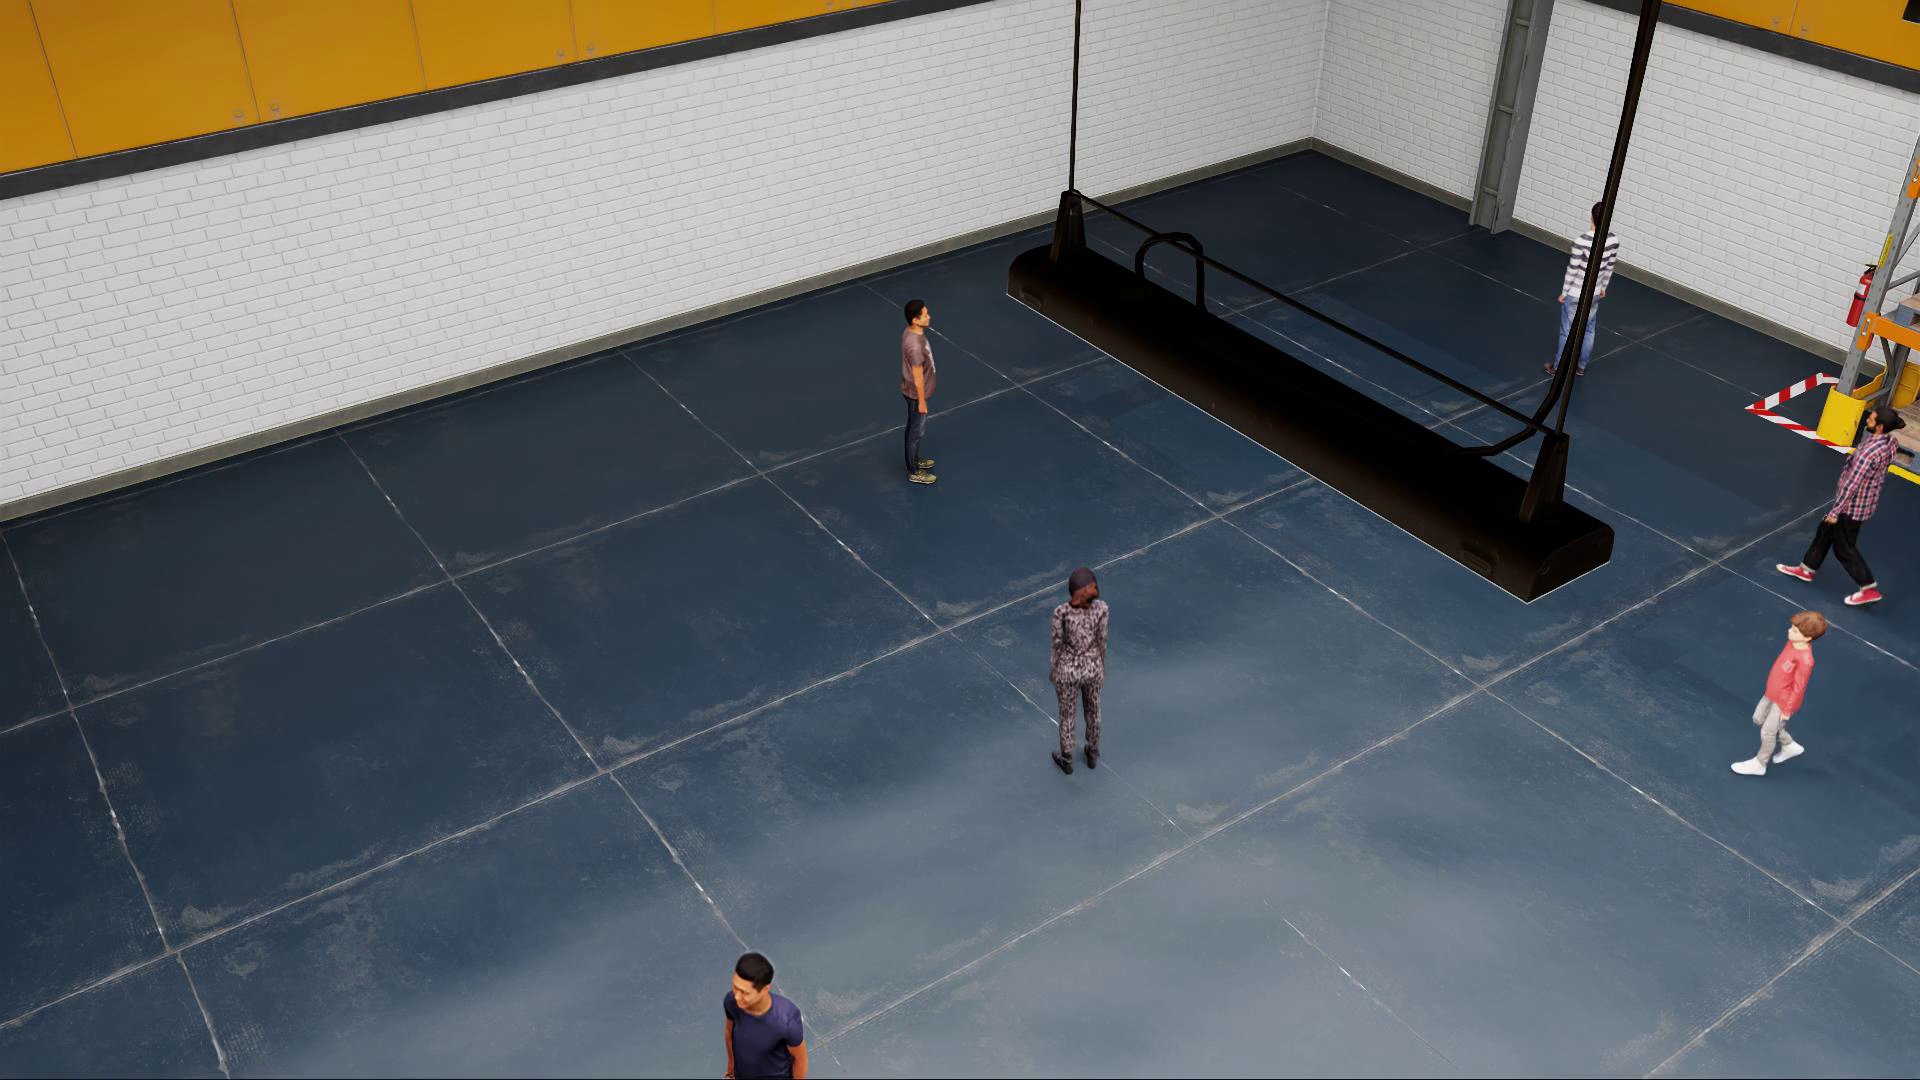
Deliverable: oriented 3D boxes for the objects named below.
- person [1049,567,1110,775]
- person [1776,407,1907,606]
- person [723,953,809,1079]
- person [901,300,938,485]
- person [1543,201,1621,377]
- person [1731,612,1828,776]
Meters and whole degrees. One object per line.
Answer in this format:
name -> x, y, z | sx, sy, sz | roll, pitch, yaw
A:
person -> 0.833, 0.915, 11.669 | 0.651, 1.713, 0.669 | -7, 34, -11
person -> 7.279, -0.264, 13.410 | 1.140, 1.749, 0.842 | 27, 42, 34
person -> -1.009, 2.810, 8.747 | 0.613, 1.791, 0.780 | 18, 38, 25
person -> -0.400, -1.360, 15.031 | 0.766, 1.779, 0.655 | -2, 34, -3
person -> 6.266, -2.507, 16.689 | 0.720, 1.854, 0.682 | -6, 34, -9
person -> 5.855, 1.092, 11.678 | 0.791, 1.409, 0.734 | 5, 34, 8
